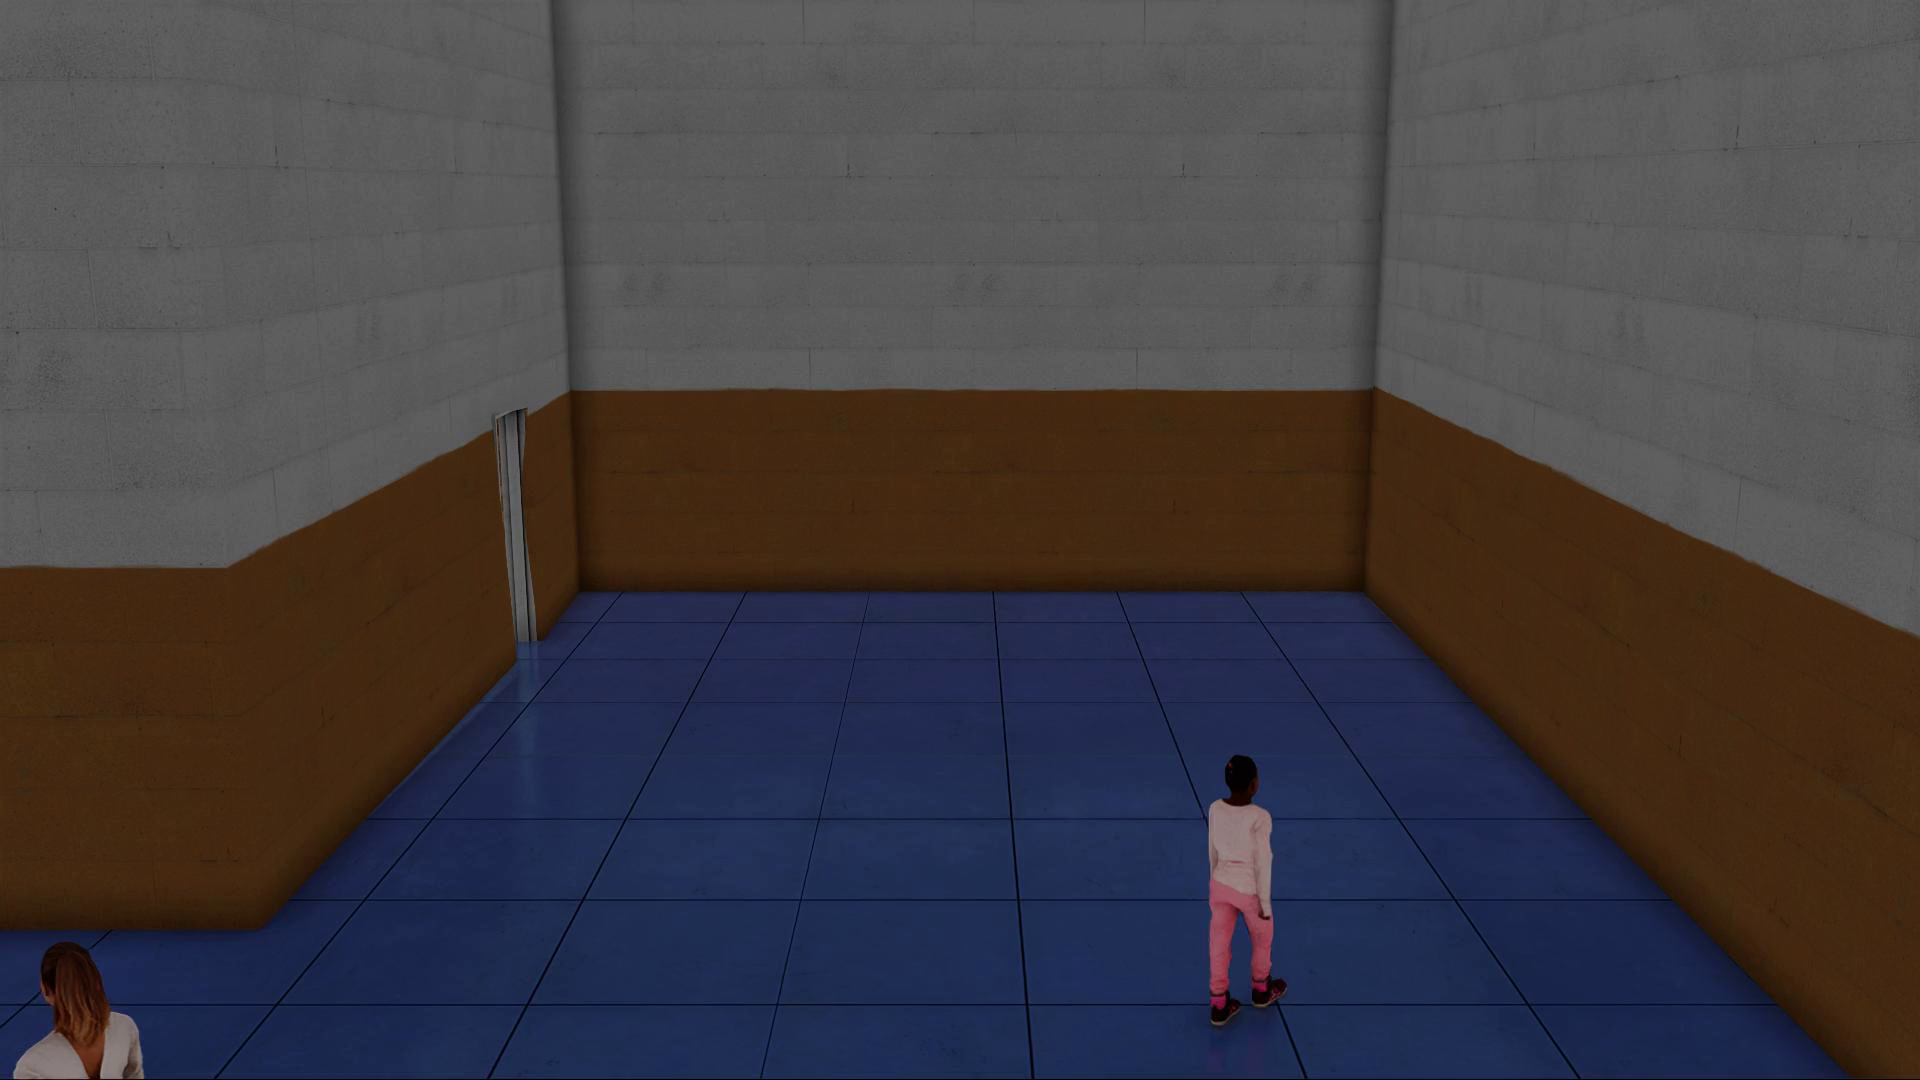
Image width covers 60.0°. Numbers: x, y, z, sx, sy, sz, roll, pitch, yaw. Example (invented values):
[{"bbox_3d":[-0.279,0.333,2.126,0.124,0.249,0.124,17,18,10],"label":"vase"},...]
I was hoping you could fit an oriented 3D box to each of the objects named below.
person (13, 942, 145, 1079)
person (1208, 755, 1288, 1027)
[{"bbox_3d":[-3.052,2.226,5.851,0.681,1.719,0.687,6,14,28],"label":"person"},{"bbox_3d":[1.400,1.806,8.535,0.841,1.433,0.882,9,15,37],"label":"person"}]
